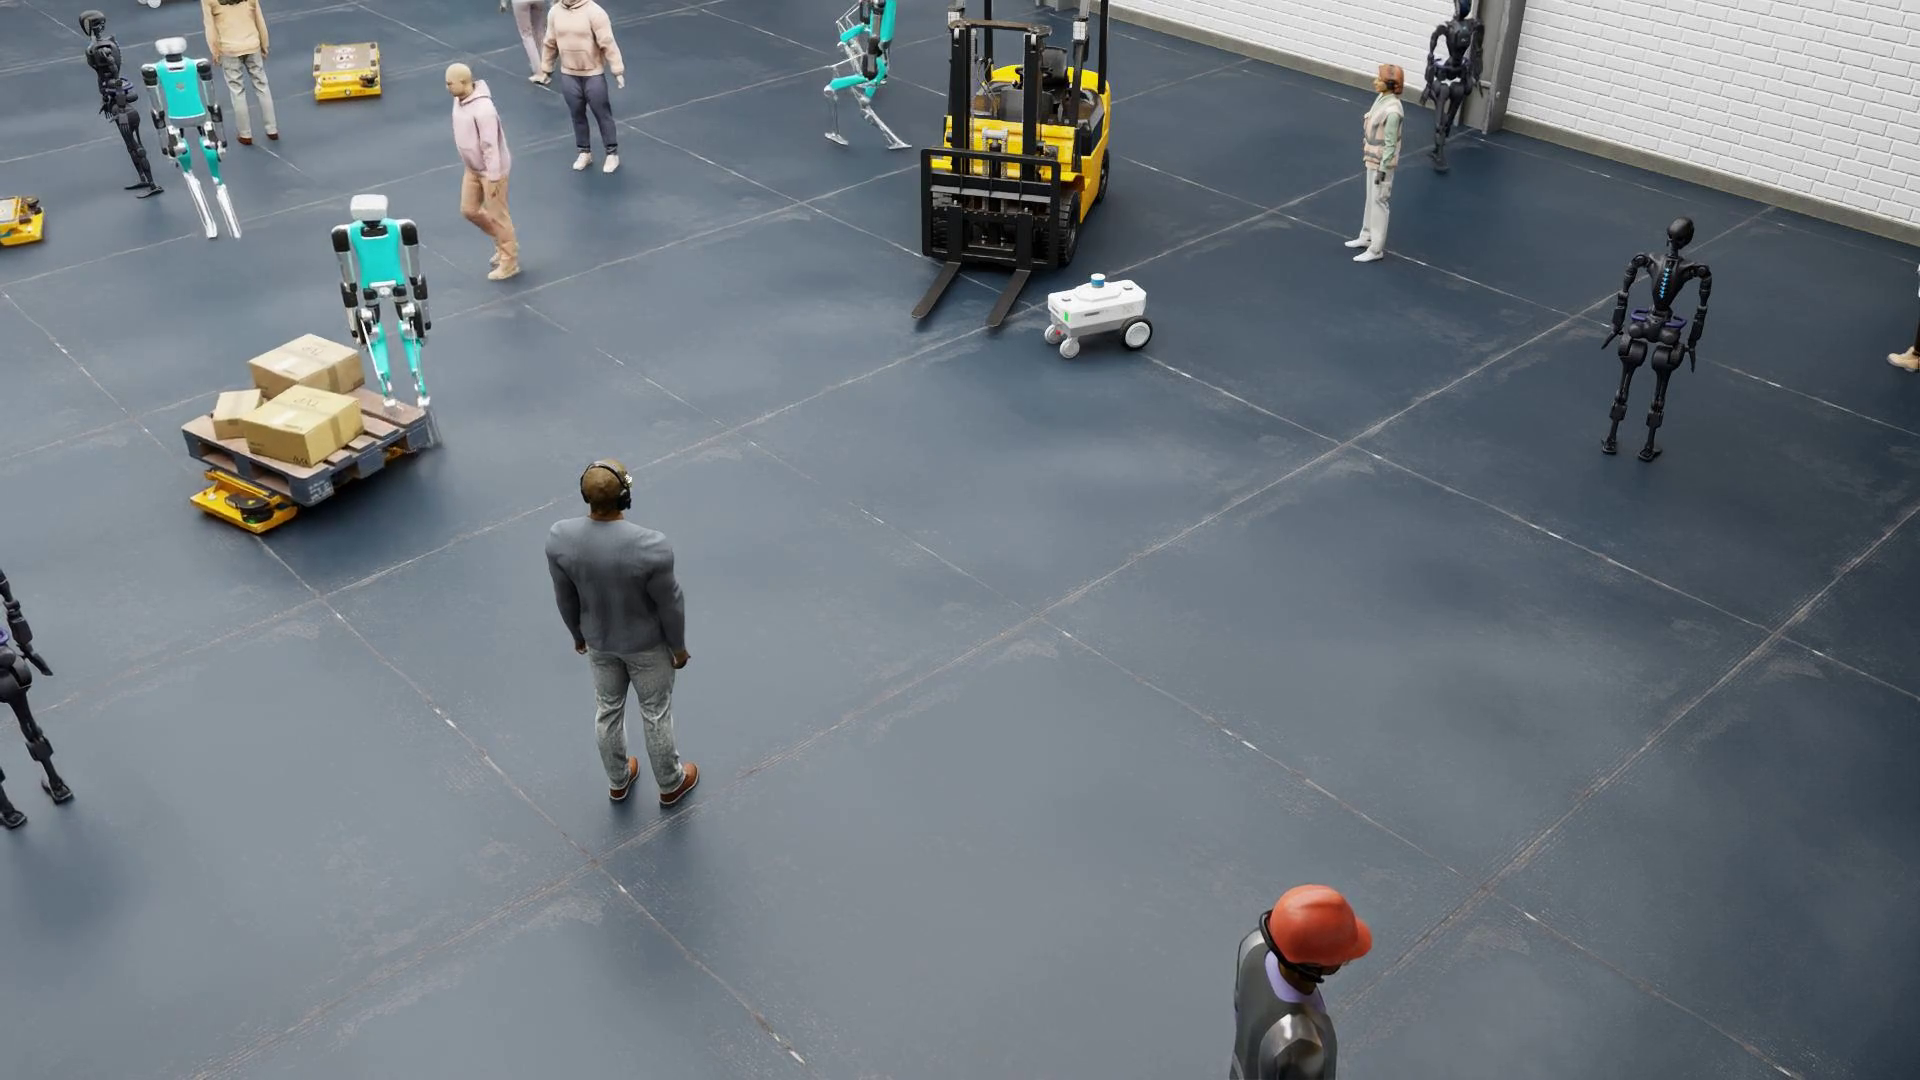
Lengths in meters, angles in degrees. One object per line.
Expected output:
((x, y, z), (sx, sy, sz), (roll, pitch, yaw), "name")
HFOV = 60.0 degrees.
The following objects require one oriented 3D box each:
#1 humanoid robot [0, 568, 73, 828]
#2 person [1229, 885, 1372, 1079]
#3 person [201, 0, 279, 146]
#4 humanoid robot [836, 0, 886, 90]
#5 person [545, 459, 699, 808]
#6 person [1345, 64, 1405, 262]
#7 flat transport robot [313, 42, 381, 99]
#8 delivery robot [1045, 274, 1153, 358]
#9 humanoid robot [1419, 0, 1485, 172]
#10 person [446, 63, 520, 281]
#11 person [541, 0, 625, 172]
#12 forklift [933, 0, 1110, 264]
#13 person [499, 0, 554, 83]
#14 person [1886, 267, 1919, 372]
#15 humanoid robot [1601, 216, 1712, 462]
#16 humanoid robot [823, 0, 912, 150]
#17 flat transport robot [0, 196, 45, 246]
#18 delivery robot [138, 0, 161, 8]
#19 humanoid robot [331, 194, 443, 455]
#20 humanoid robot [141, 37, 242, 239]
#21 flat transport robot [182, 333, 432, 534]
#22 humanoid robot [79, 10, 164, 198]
((-4.688, 0.627, 7.918), (0.309, 1.653, 0.610), (25, 41, 33), "humanoid robot")
((1.081, 1.927, 5.589), (0.372, 2.044, 0.603), (-4, 33, -7), "person")
((-6.930, -4.748, 16.014), (0.564, 1.869, 0.392), (-24, 40, -32), "person")
((-1.011, -5.535, 17.211), (0.735, 1.677, 0.533), (16, 36, 23), "humanoid robot")
((-1.590, 0.466, 7.928), (0.629, 1.940, 0.373), (6, 34, 9), "person")
((3.448, -3.100, 13.677), (0.308, 1.641, 0.514), (1, 33, 1), "person")
((-6.630, -5.091, 17.998), (0.659, 0.231, 1.431), (-9, 34, -14), "flat transport robot")
((1.025, -1.715, 12.539), (0.765, 0.585, 0.499), (-13, 35, -19), "delivery robot")
((4.609, -4.247, 15.432), (0.609, 1.634, 0.694), (-7, 34, -11), "humanoid robot")
((-3.809, -2.963, 13.353), (0.448, 1.764, 0.565), (-28, 42, -36), "person")
((-3.480, -4.353, 15.413), (0.822, 1.853, 0.434), (7, 34, 11), "person")
((0.570, -3.725, 14.138), (1.214, 2.155, 2.313), (9, 34, 13), "forklift")
((-4.653, -5.770, 17.707), (0.565, 1.724, 0.661), (-28, 43, -36), "person")
((7.145, -2.018, 11.962), (0.534, 1.699, 0.318), (-11, 35, -17), "person")
((4.541, -1.327, 10.908), (0.599, 1.657, 0.315), (17, 37, 25), "humanoid robot")
((-0.982, -4.541, 15.862), (1.042, 1.773, 0.538), (8, 34, 12), "humanoid robot")
((-8.665, -2.655, 14.253), (1.431, 0.231, 0.659), (-13, 35, -19), "flat transport robot")
((-9.788, -6.933, 20.584), (0.499, 0.614, 0.791), (25, 41, 33), "delivery robot")
((-3.698, -1.305, 10.870), (0.546, 1.837, 0.671), (-10, 34, -15), "humanoid robot")
((-6.464, -3.372, 14.029), (0.540, 1.822, 0.682), (-14, 36, -21), "humanoid robot")
((-4.255, -0.514, 10.963), (0.659, 0.231, 1.431), (19, 38, 27), "flat transport robot")
((-7.522, -3.899, 14.862), (0.315, 1.657, 0.599), (-23, 40, -31), "humanoid robot")
